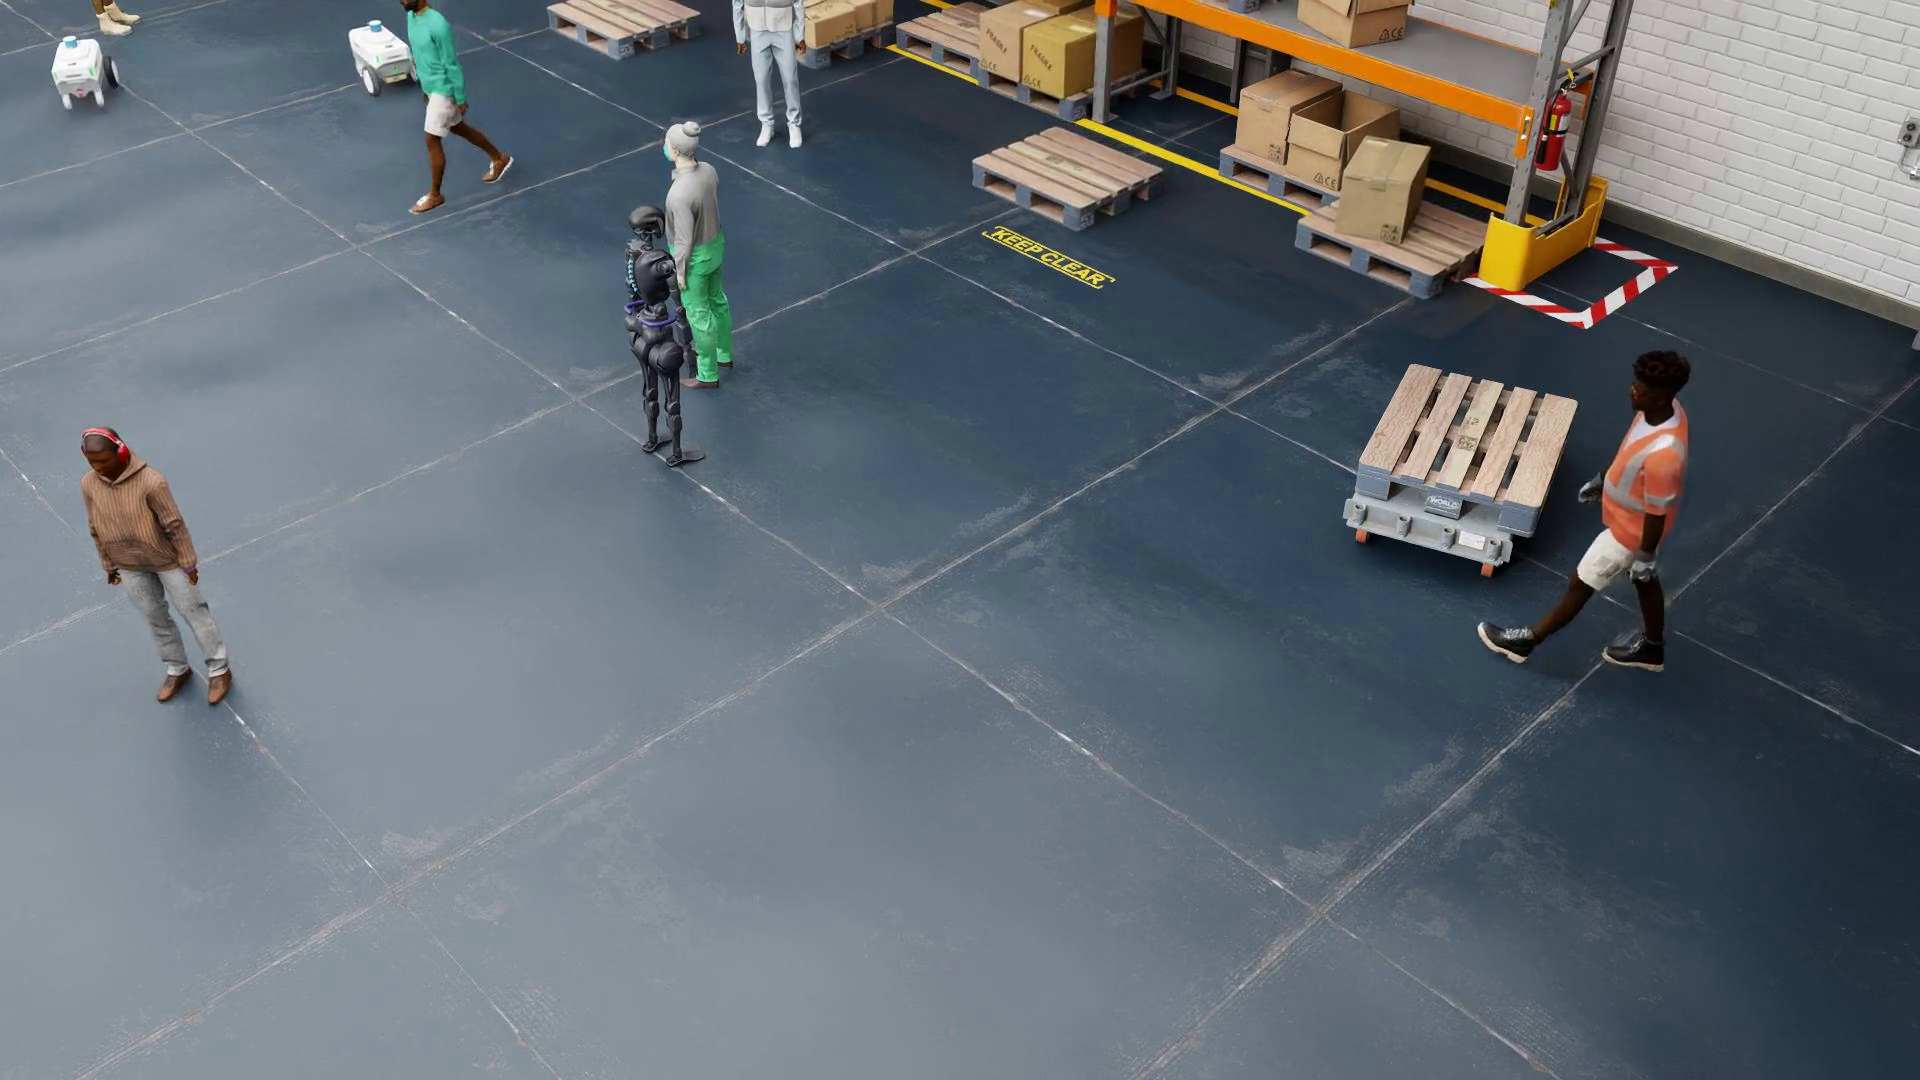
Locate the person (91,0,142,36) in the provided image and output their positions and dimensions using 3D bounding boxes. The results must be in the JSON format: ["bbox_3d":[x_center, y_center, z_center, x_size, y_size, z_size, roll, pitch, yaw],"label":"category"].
[{"bbox_3d":[-8.298,-5.866,15.830,0.375,2.043,0.607,-3,37,-4],"label":"person"}]

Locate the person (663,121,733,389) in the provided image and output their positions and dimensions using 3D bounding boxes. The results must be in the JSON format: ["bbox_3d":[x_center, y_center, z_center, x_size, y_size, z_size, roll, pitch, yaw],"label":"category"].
[{"bbox_3d":[-1.696,-1.825,10.648,0.341,1.839,0.511,11,38,14],"label":"person"}]

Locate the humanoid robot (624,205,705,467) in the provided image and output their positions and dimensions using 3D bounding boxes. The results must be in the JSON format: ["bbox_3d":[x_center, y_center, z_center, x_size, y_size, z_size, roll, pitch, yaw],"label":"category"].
[{"bbox_3d":[-1.815,-1.239,9.994,0.315,1.657,0.599,-28,45,-32],"label":"humanoid robot"}]

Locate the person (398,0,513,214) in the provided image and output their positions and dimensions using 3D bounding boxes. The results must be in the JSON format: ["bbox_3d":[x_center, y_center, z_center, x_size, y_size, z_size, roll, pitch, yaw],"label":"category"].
[{"bbox_3d":[-4.003,-3.527,12.931,0.957,1.808,0.498,-28,45,-32],"label":"person"}]

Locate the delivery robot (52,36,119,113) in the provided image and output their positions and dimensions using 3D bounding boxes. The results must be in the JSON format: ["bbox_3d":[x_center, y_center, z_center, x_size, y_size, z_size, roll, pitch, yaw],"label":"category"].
[{"bbox_3d":[-7.857,-4.189,14.855,0.499,0.610,0.813,-11,39,-15],"label":"delivery robot"}]

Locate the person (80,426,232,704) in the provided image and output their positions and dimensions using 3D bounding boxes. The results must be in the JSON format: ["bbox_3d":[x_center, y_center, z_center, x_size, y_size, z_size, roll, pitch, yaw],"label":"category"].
[{"bbox_3d":[-4.001,0.113,8.242,0.472,1.644,0.334,1,37,1],"label":"person"}]

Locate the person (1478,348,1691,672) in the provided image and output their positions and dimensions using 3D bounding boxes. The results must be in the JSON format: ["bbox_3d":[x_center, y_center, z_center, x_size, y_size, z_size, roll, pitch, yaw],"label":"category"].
[{"bbox_3d":[3.280,-0.129,8.340,1.002,1.913,0.625,13,39,16],"label":"person"}]

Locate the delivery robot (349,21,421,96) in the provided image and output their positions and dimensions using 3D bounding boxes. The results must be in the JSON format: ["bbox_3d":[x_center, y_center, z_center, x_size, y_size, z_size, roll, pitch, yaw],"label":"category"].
[{"bbox_3d":[-5.263,-4.430,15.132,0.499,0.560,0.734,-24,43,-28],"label":"delivery robot"}]

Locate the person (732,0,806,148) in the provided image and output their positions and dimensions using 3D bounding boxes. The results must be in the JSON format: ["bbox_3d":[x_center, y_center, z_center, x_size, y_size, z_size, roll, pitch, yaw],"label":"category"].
[{"bbox_3d":[-1.566,-4.196,13.734,0.596,1.907,0.410,0,37,1],"label":"person"}]
